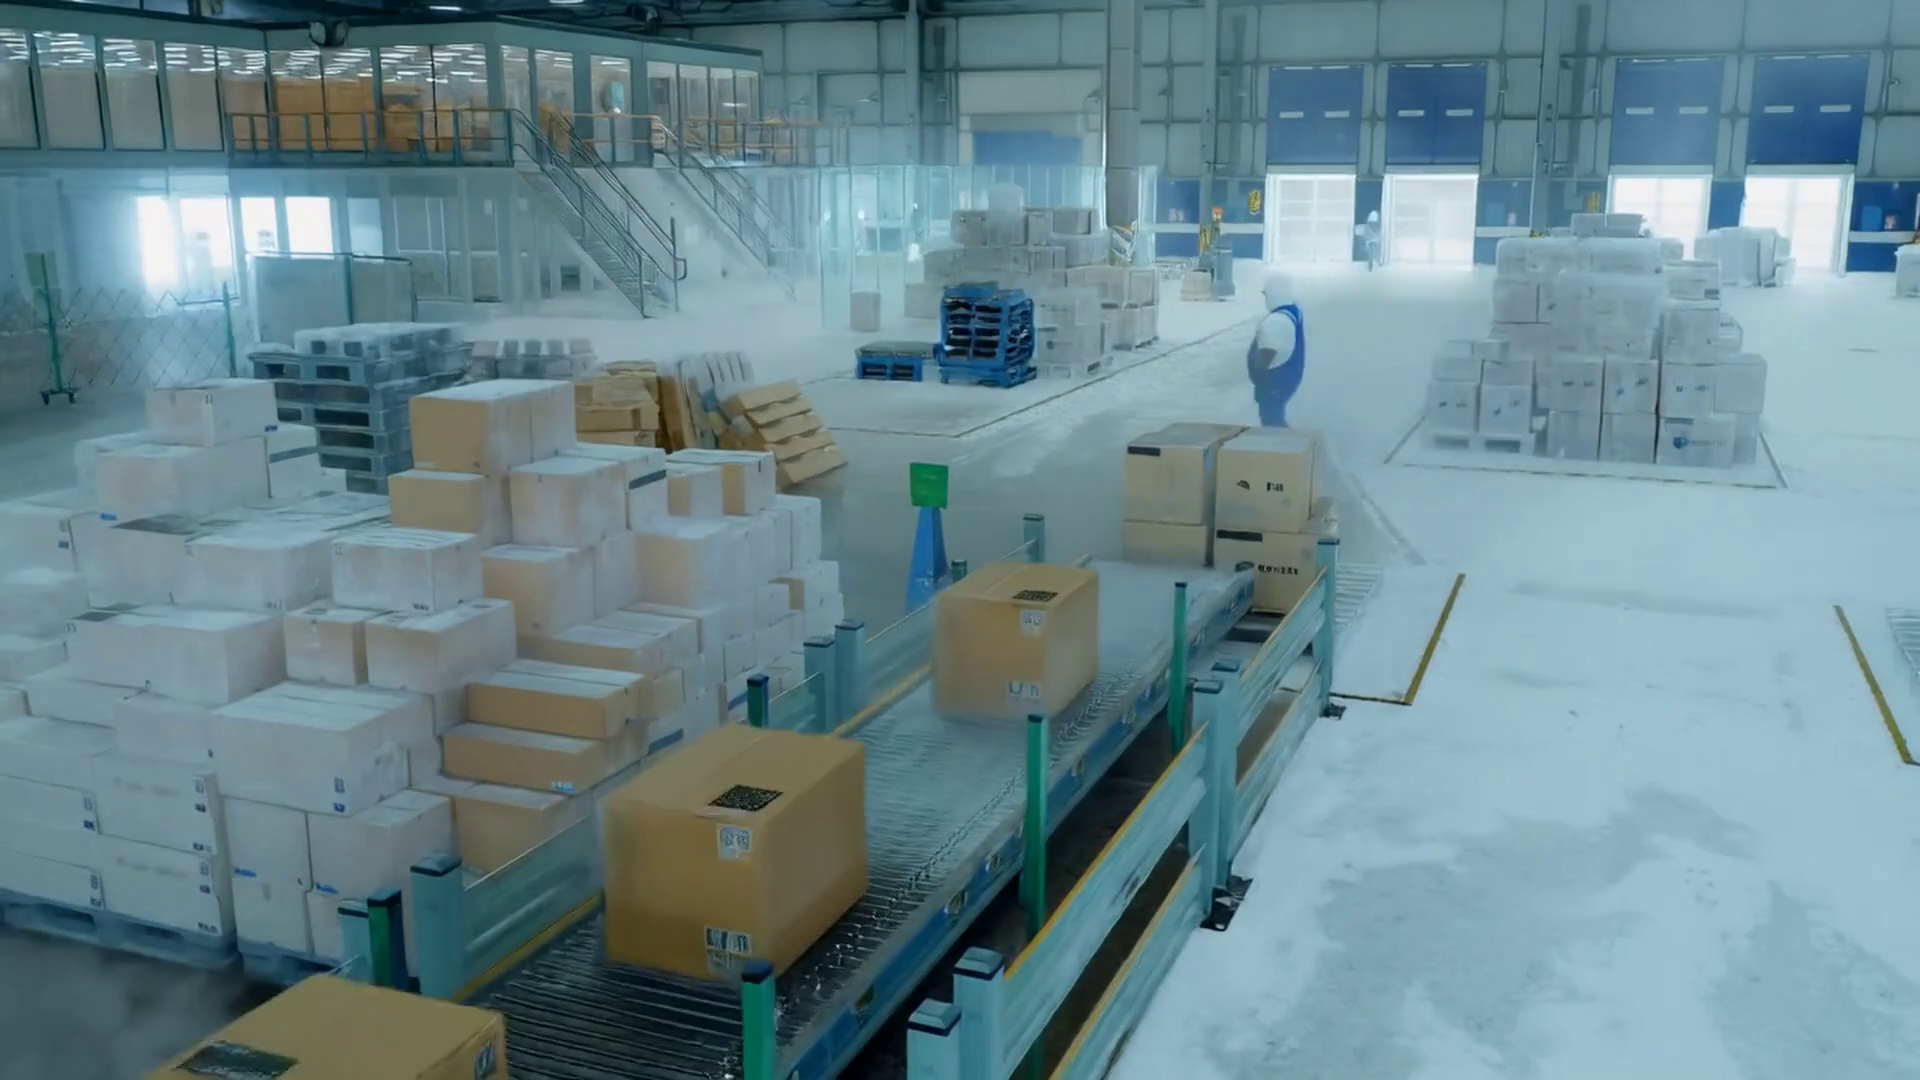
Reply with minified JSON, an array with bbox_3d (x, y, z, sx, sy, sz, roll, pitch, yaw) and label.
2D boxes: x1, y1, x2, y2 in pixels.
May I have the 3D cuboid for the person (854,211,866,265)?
[{"bbox_3d":[-3.216,-9.683,53.291,0.318,1.700,0.537,5,13,21],"label":"person"}]

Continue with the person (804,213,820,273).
[{"bbox_3d":[-4.355,-8.730,48.883,0.424,1.750,0.552,-2,13,-9],"label":"person"}]

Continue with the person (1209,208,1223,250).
[{"bbox_3d":[6.776,-7.785,44.110,0.381,1.994,0.614,5,13,21],"label":"person"}]

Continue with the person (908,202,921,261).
[{"bbox_3d":[-1.507,-10.226,55.179,0.351,1.942,0.547,5,13,21],"label":"person"}]

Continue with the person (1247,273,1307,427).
[{"bbox_3d":[3.057,-1.586,16.198,0.535,2.000,0.709,8,15,33],"label":"person"}]

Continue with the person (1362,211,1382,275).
[{"bbox_3d":[11.845,-8.528,47.823,0.652,1.827,0.454,-5,14,-23],"label":"person"}]

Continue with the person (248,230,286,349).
[{"bbox_3d":[-11.204,-3.992,26.989,0.376,2.043,0.609,5,13,21],"label":"person"}]

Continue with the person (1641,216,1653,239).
[{"bbox_3d":[16.542,-6.944,40.555,0.619,1.889,0.871,-11,17,-42],"label":"person"}]
